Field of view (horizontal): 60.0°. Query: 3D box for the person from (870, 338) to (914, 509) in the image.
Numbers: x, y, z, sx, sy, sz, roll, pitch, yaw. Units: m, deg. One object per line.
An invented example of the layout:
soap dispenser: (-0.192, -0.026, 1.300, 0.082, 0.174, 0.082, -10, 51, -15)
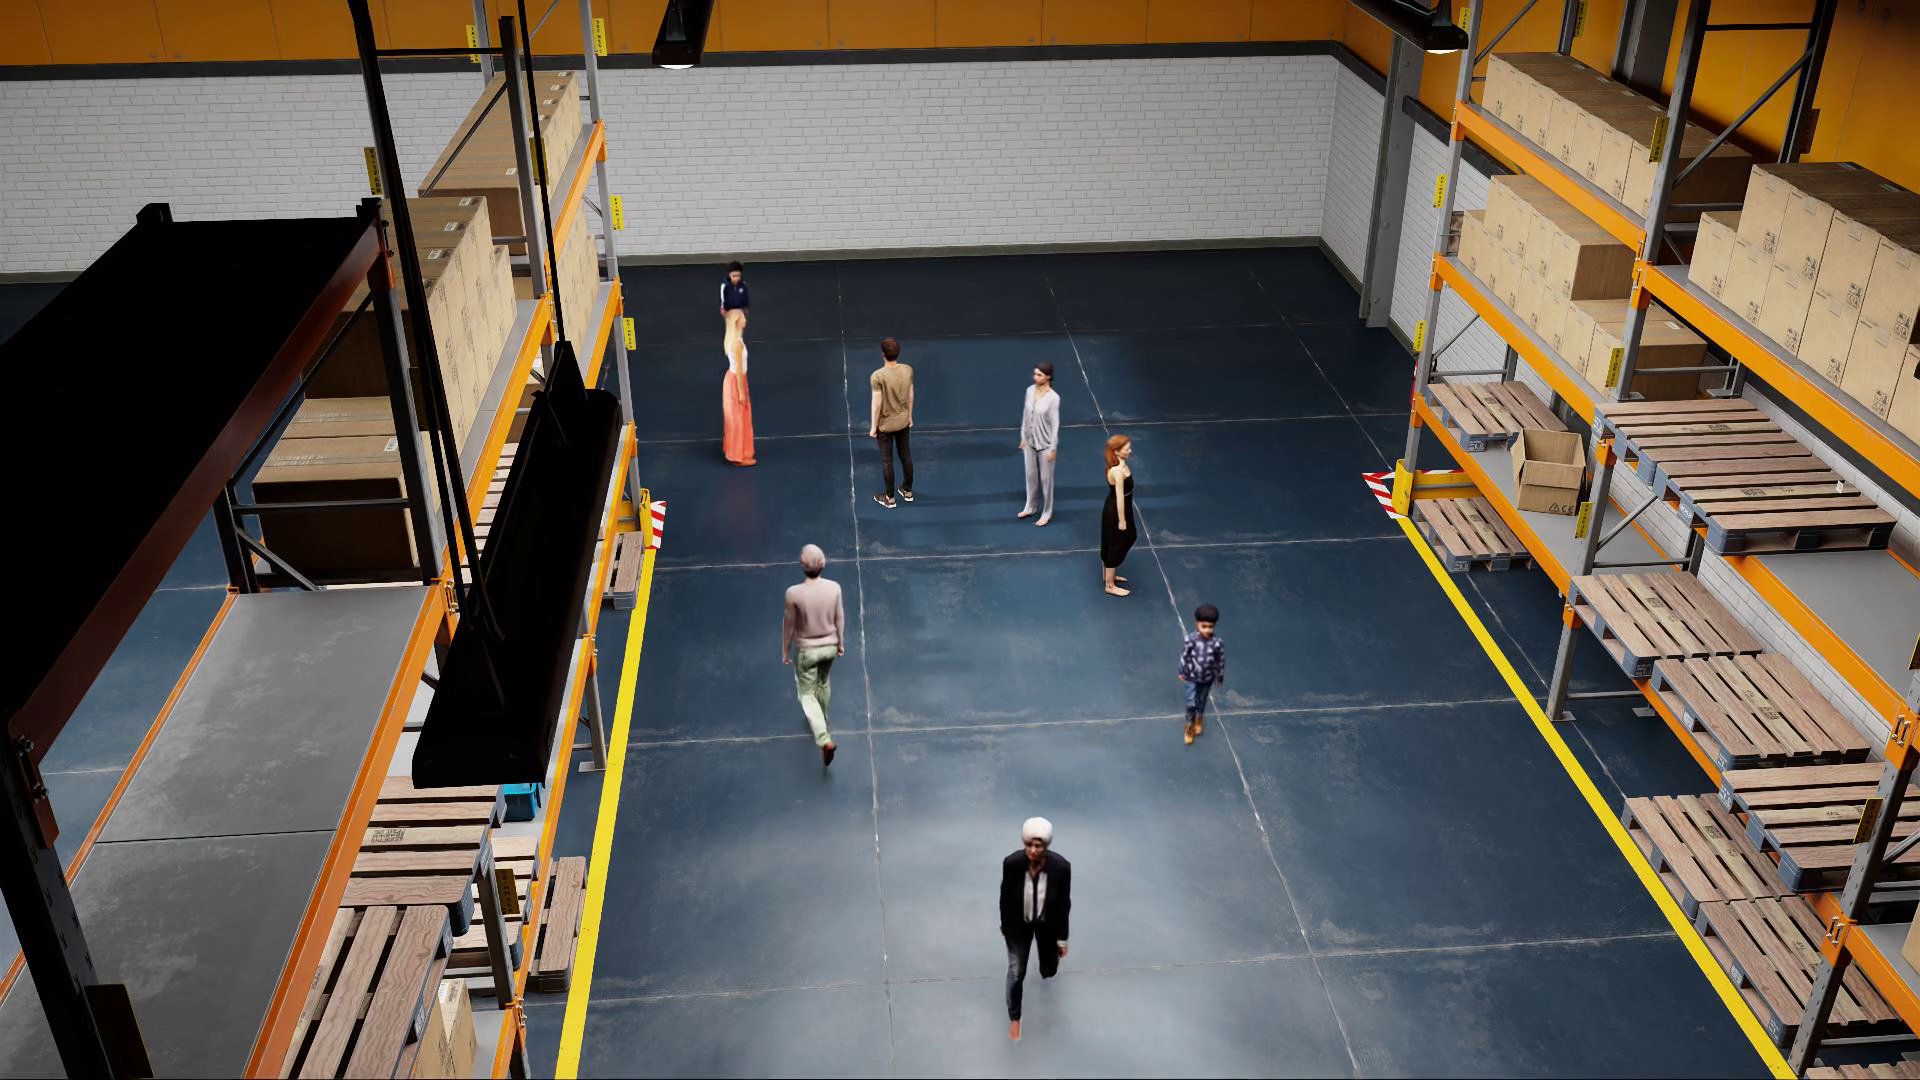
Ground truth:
person: (-0.706, -1.239, 17.444, 0.749, 1.851, 0.740, -18, 33, -29)

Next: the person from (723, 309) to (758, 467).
person: (-2.461, -1.687, 18.317, 0.681, 1.800, 0.522, -4, 29, -7)

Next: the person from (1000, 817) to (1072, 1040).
person: (0.457, 2.484, 10.882, 0.878, 1.763, 1.038, 5, 29, 9)

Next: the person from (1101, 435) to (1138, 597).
person: (1.488, -0.262, 15.888, 0.643, 1.626, 0.539, 1, 29, 1)

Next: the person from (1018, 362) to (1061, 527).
person: (0.836, -1.013, 17.111, 0.664, 1.773, 0.732, 24, 37, 37)

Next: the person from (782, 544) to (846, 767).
person: (-1.142, 0.946, 13.443, 0.944, 1.846, 1.234, -13, 31, -22)

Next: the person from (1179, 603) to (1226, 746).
person: (2.002, 1.065, 13.861, 0.565, 1.237, 0.652, 2, 29, 4)

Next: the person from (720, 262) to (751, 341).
person: (-2.894, -3.017, 21.376, 0.572, 1.206, 0.710, -7, 29, -12)
